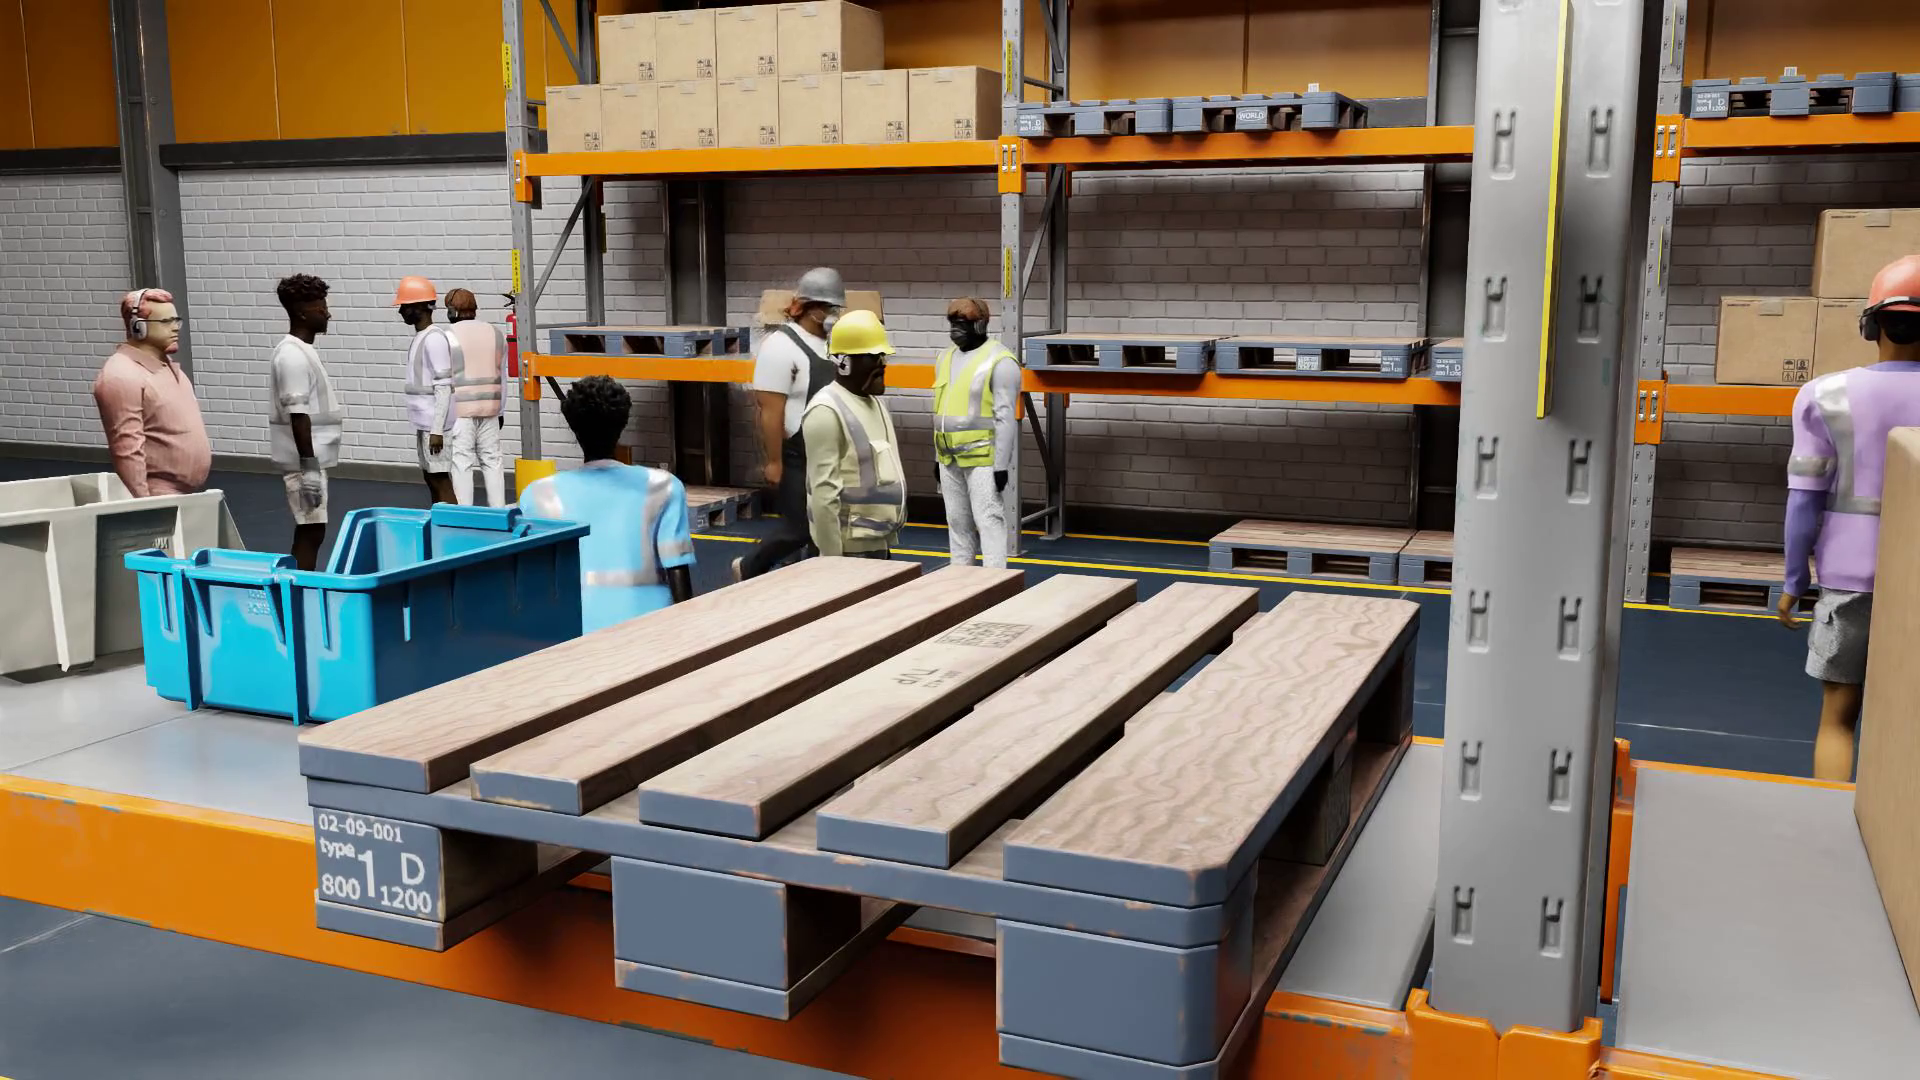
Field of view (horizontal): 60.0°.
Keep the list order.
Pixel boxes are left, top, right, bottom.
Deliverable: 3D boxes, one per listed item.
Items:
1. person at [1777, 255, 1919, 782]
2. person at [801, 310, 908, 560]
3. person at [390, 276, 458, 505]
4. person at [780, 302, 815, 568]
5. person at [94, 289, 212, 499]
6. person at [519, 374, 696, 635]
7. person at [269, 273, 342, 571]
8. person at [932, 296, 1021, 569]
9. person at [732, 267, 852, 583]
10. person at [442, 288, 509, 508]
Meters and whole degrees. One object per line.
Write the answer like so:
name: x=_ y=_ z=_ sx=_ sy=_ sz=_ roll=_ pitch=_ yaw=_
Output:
person: x=2.984 y=0.115 z=5.376 sx=0.607 sy=2.045 sz=0.390 roll=4 pitch=10 yaw=25
person: x=-0.417 y=-0.017 z=6.796 sx=0.404 sy=1.830 sz=0.600 roll=3 pitch=10 yaw=18
person: x=-3.542 y=-0.778 z=11.046 sx=0.369 sy=1.933 sz=0.551 roll=-5 pitch=11 yaw=-27
person: x=-0.900 y=-0.557 z=9.987 sx=0.334 sy=1.846 sz=0.513 roll=8 pitch=12 yaw=40
person: x=-3.572 y=-0.167 z=7.477 sx=0.407 sy=1.906 sz=0.655 roll=-1 pitch=10 yaw=-7
person: x=-1.112 y=0.313 z=5.280 sx=0.549 sy=1.665 sz=0.712 roll=-2 pitch=10 yaw=-11
person: x=-3.483 y=-0.434 z=8.896 sx=0.361 sy=1.965 sz=0.646 roll=-4 pitch=10 yaw=-20
person: x=0.062 y=-0.459 z=9.454 sx=0.429 sy=1.836 sz=0.624 roll=-8 pitch=13 yaw=-41
person: x=-0.874 y=-0.517 z=9.170 sx=0.751 sy=2.000 sz=0.715 roll=5 pitch=11 yaw=29
person: x=-3.635 y=-0.934 z=12.304 sx=0.429 sy=1.838 sz=0.628 roll=9 pitch=13 yaw=42
